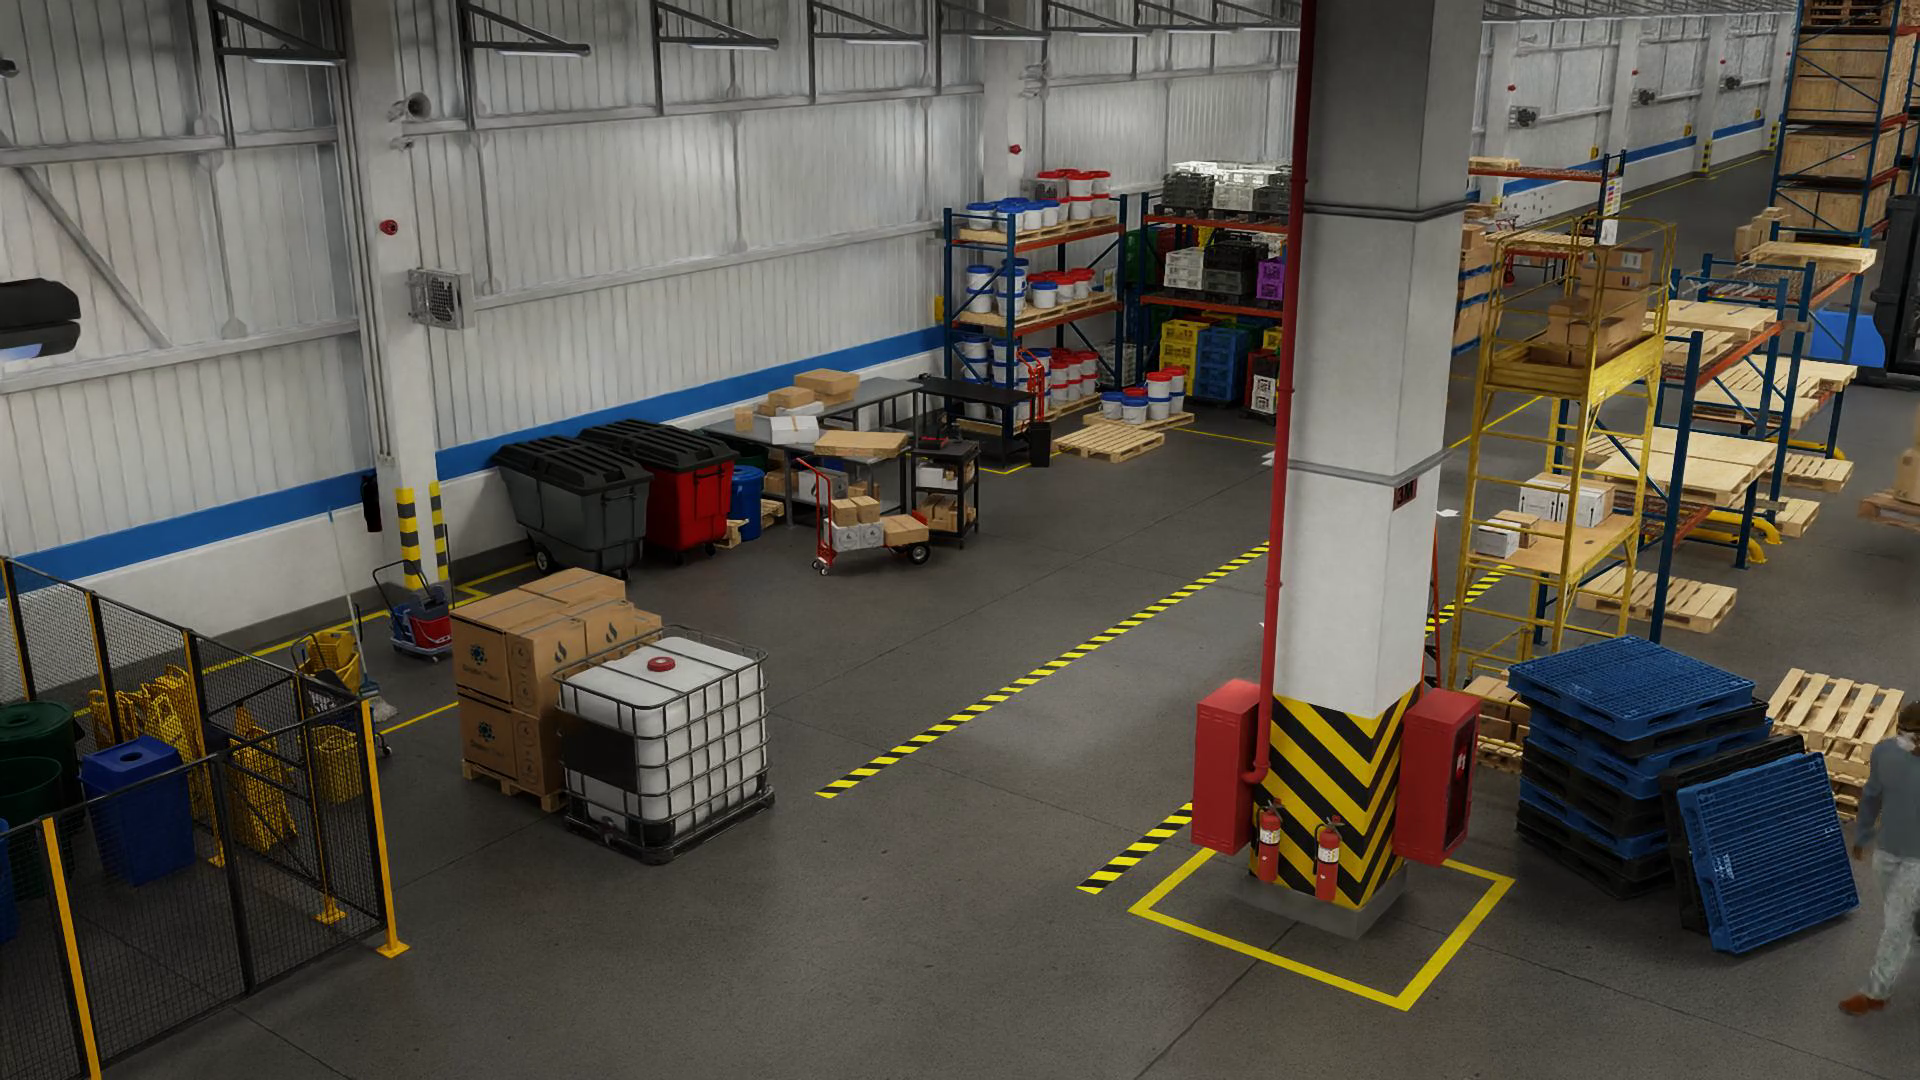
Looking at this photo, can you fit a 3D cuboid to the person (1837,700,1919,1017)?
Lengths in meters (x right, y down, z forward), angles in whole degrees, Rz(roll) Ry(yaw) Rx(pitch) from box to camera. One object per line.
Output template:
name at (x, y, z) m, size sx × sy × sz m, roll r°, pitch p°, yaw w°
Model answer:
person at (5.576, 1.797, 9.690) m, size 0.944 × 1.900 × 0.630 m, roll -9°, pitch 20°, yaw -25°

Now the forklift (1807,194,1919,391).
forklift at (14.147, -3.795, 25.234) m, size 1.873 × 2.768 × 1.129 m, roll 13°, pitch 22°, yaw 34°
